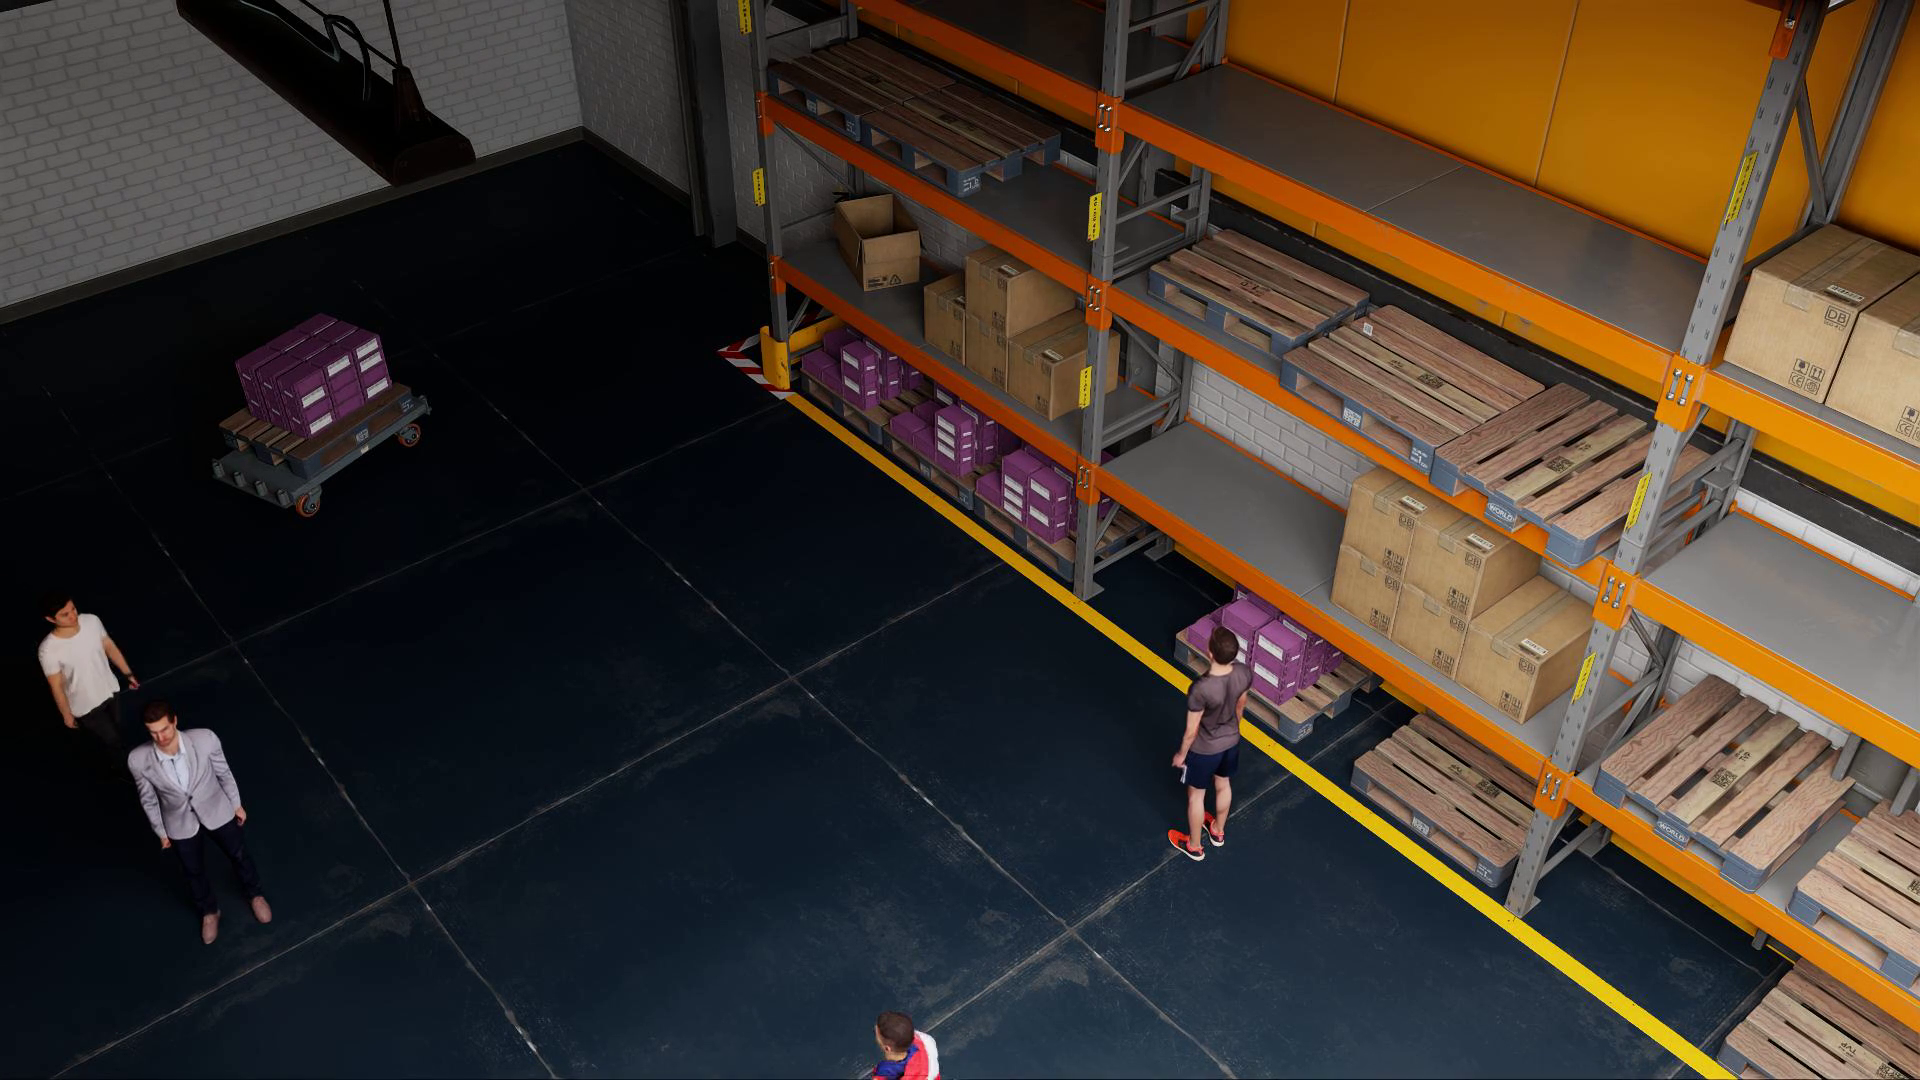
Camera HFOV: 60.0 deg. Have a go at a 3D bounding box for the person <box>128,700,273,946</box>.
[{"bbox_3d":[-4.555,1.633,9.944,0.724,1.852,0.660,-17,42,-20],"label":"person"}]

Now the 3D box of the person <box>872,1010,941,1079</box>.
[{"bbox_3d":[-0.212,2.993,8.335,0.944,1.736,0.806,19,43,23],"label":"person"}]

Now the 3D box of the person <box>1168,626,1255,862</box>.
[{"bbox_3d":[1.578,1.272,10.396,0.674,1.853,0.584,-21,43,-24],"label":"person"}]

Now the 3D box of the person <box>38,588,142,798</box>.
[{"bbox_3d":[-5.737,0.976,10.882,0.941,1.709,0.858,12,40,14],"label":"person"}]
